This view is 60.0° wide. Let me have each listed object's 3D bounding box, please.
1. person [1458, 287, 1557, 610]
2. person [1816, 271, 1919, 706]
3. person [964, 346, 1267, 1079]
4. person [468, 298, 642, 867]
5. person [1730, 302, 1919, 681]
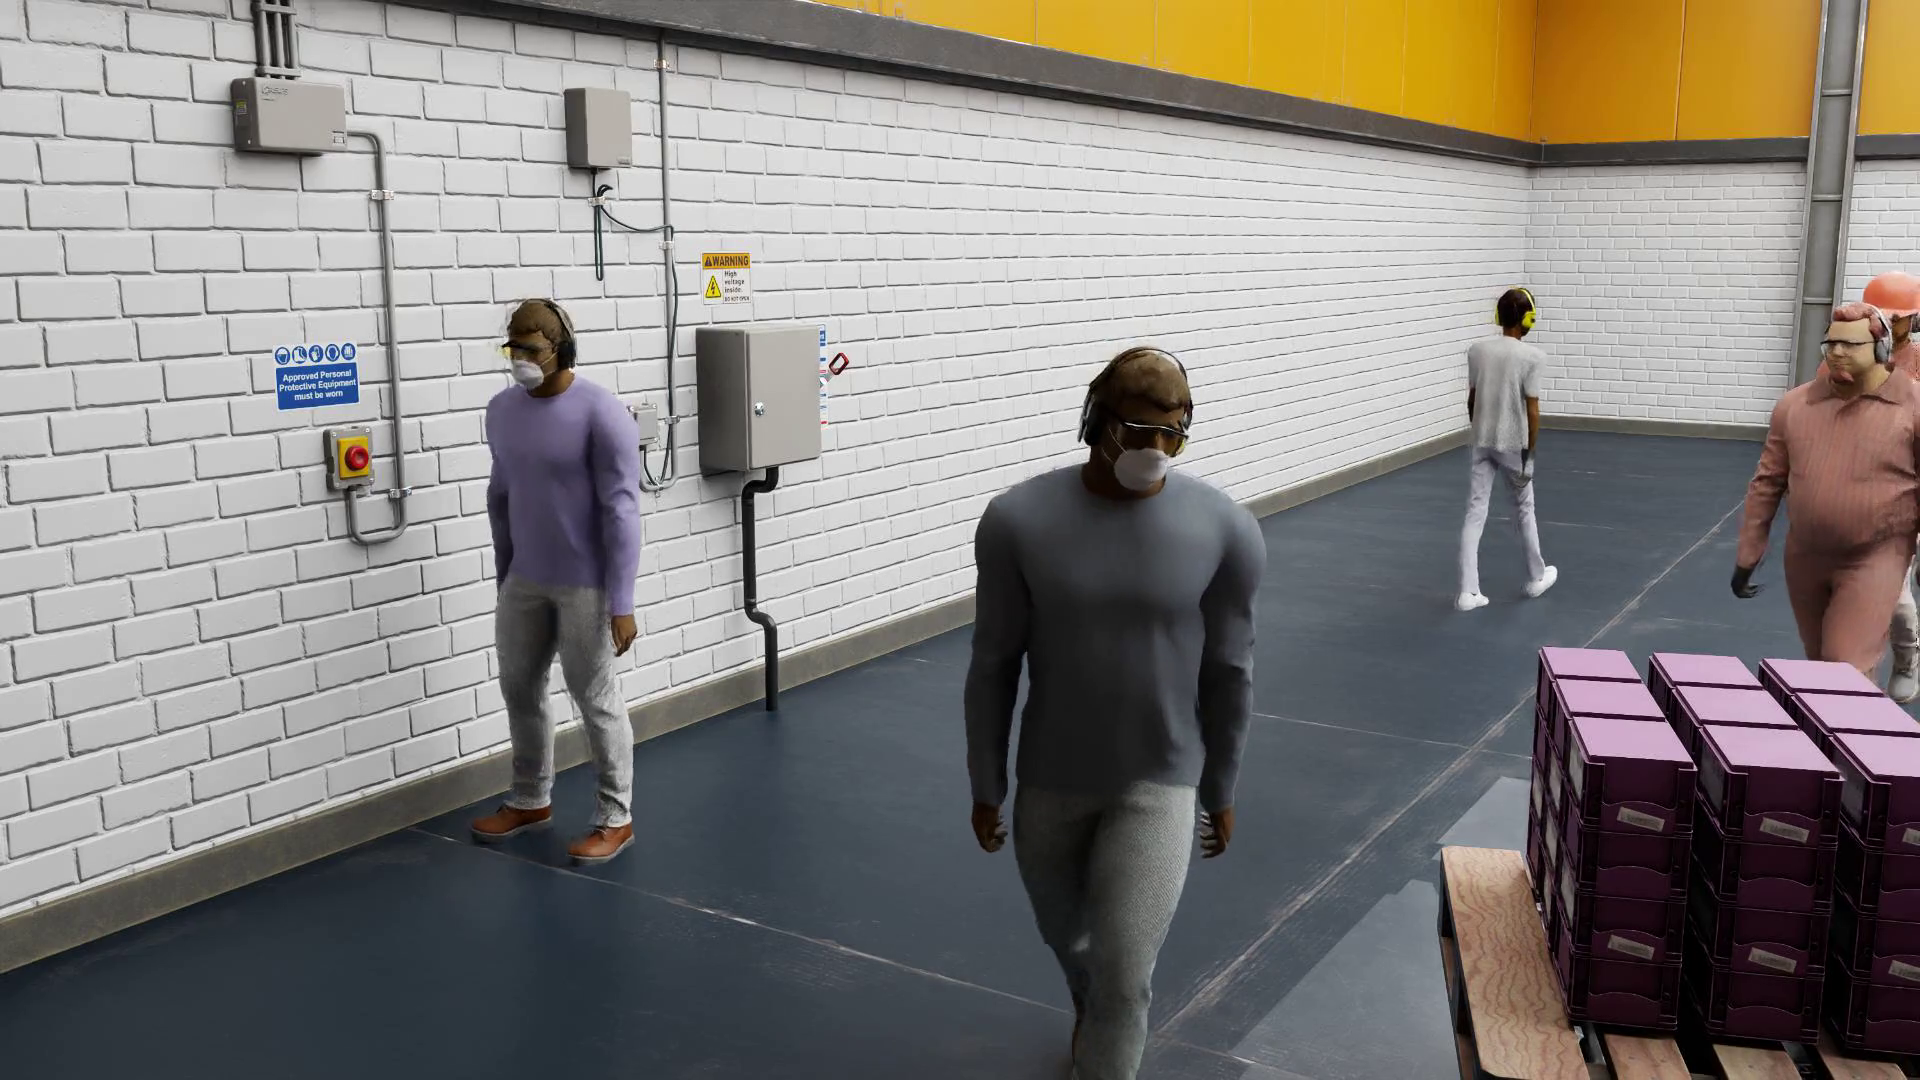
[{"bbox_3d":[3.167,-0.530,9.617,0.513,1.822,0.900,9,14,41],"label":"person"},{"bbox_3d":[4.003,-0.184,7.271,0.514,1.971,0.612,-9,13,-40],"label":"person"},{"bbox_3d":[0.348,0.499,3.726,0.636,1.898,0.951,2,10,11],"label":"person"},{"bbox_3d":[-1.376,0.154,5.607,0.752,1.913,0.401,6,12,30],"label":"person"},{"bbox_3d":[3.124,0.090,6.024,0.915,1.865,0.681,-7,12,-33],"label":"person"}]
